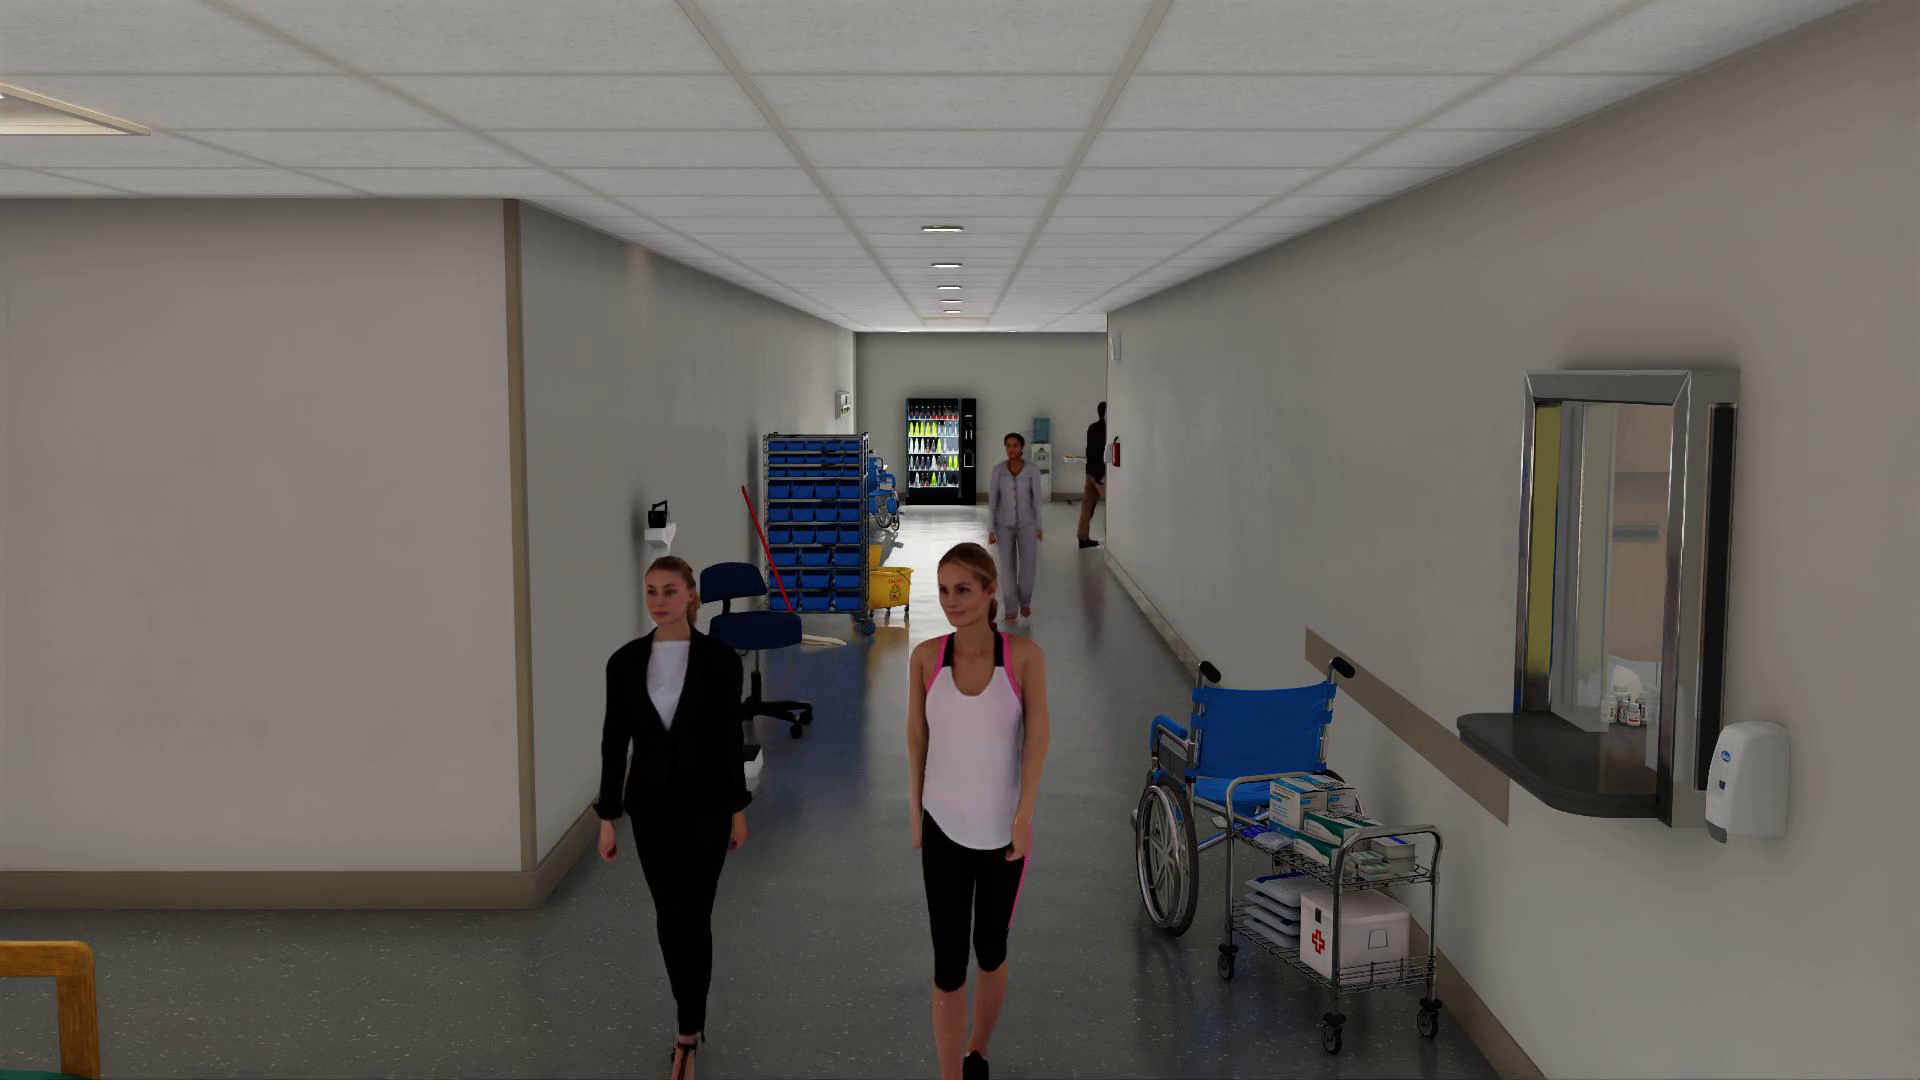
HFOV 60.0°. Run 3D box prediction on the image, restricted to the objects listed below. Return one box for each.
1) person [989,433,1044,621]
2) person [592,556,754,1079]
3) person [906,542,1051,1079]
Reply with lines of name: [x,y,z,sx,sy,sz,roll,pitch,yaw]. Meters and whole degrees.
person: [0.529,-0.125,15.368,0.624,1.722,0.753,1,6,8]
person: [-0.893,0.895,5.425,0.794,1.682,0.746,1,6,6]
person: [0.073,0.889,5.120,0.868,1.756,0.729,1,6,8]
